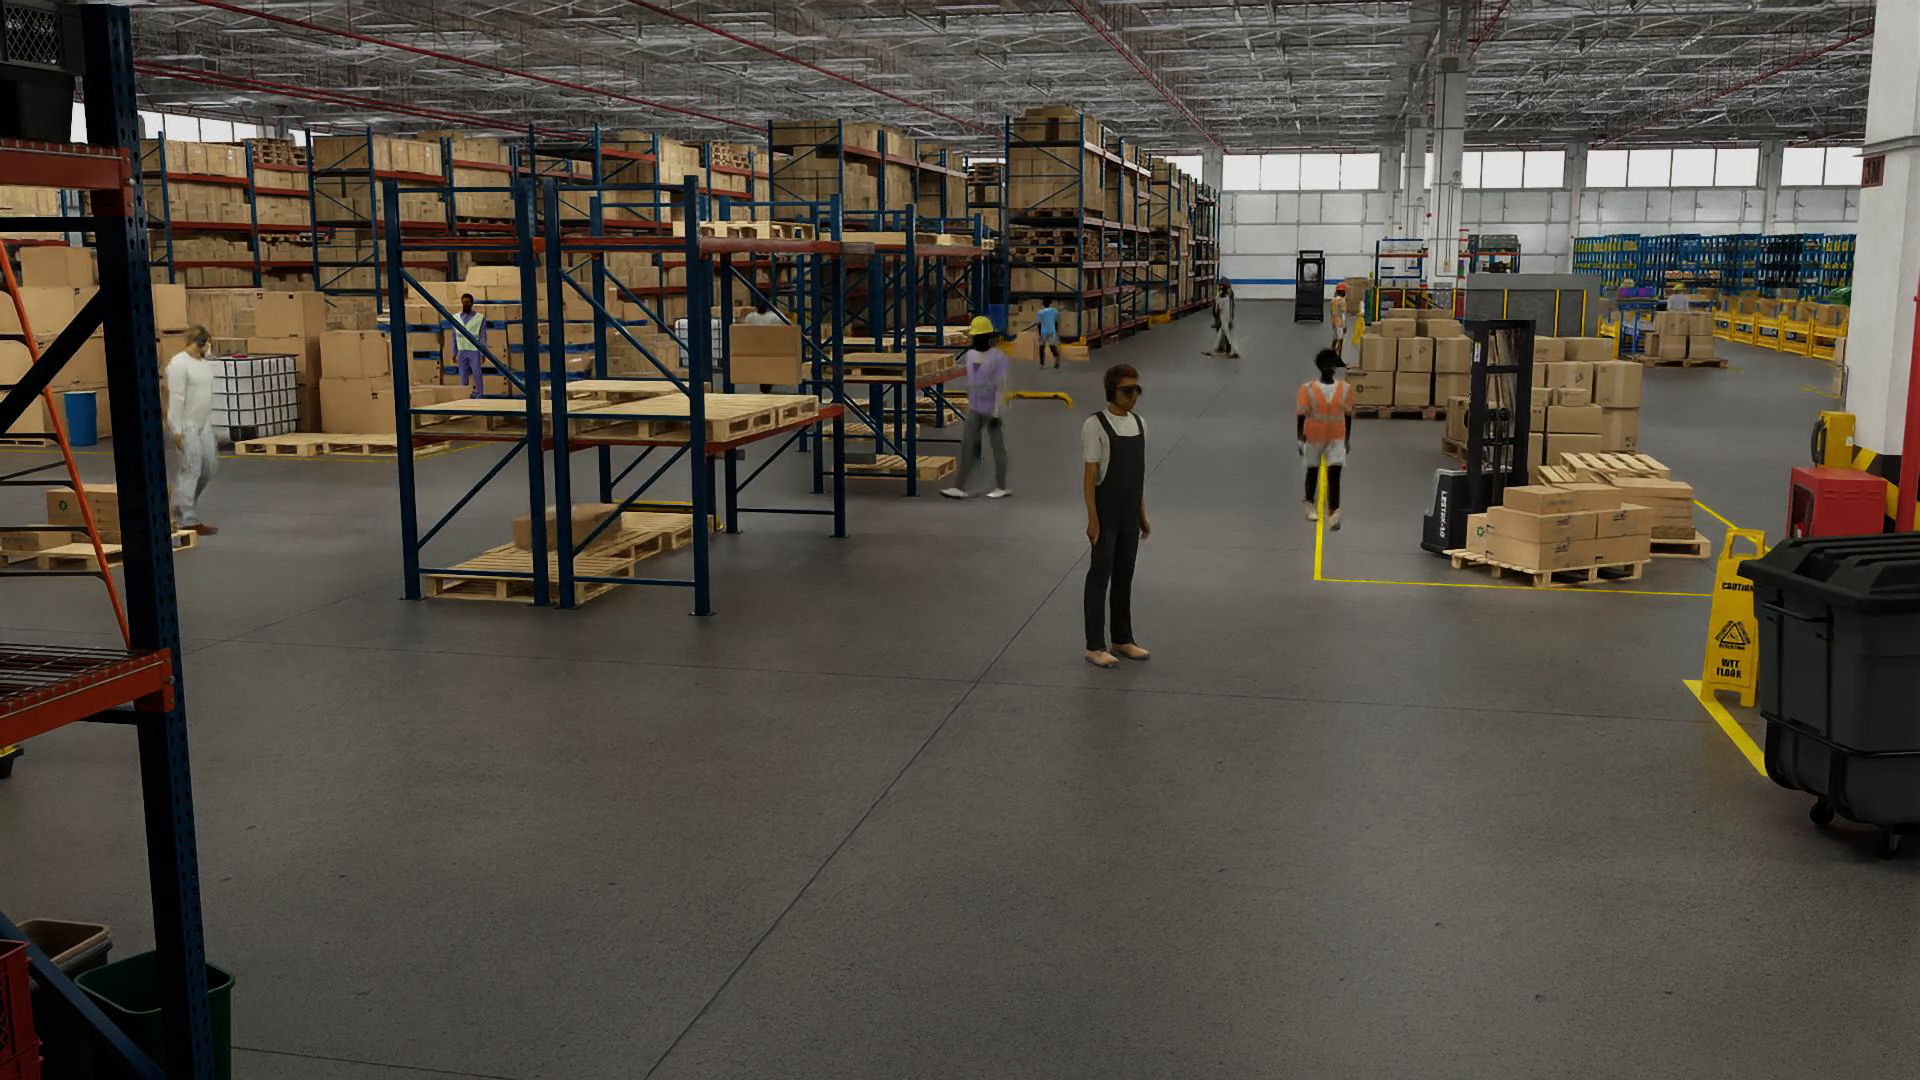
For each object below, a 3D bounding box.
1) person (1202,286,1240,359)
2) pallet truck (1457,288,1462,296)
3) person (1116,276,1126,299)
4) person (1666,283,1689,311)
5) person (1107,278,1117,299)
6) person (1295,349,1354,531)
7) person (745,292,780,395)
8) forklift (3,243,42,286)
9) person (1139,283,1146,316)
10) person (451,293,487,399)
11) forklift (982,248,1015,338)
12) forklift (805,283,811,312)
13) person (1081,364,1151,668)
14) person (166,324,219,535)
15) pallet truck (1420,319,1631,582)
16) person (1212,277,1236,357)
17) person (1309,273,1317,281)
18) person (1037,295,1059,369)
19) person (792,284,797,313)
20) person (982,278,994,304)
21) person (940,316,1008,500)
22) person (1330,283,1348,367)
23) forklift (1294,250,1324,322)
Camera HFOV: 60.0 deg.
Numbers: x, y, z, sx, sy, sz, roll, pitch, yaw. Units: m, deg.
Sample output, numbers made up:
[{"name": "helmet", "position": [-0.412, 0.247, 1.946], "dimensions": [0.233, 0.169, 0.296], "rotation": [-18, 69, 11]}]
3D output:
[{"name": "person", "position": [6.568, -5.435, 41.574], "dimensions": [0.995, 1.802, 0.484], "rotation": [4, 11, 24]}, {"name": "pallet truck", "position": [20.506, -9.785, 68.819], "dimensions": [0.653, 1.274, 1.630], "rotation": [2, 10, 12]}, {"name": "person", "position": [8.680, -13.703, 90.201], "dimensions": [0.631, 1.903, 0.928], "rotation": [-1, 10, -3]}, {"name": "person", "position": [19.800, -6.178, 45.920], "dimensions": [0.606, 1.820, 0.589], "rotation": [2, 10, 12]}, {"name": "person", "position": [7.591, -12.537, 83.610], "dimensions": [0.634, 1.810, 0.865], "rotation": [1, 10, 8]}, {"name": "person", "position": [3.368, -0.940, 15.406], "dimensions": [0.541, 1.651, 0.896], "rotation": [0, 10, 2]}, {"name": "person", "position": [-3.332, -3.173, 27.829], "dimensions": [0.622, 1.913, 0.970], "rotation": [1, 10, 9]}, {"name": "forklift", "position": [-21.198, -5.331, 37.776], "dimensions": [1.873, 2.768, 1.129], "rotation": [2, 10, 12]}, {"name": "person", "position": [6.608, -8.472, 60.116], "dimensions": [0.365, 1.614, 0.519], "rotation": [-1, 10, -5]}, {"name": "person", "position": [-8.039, -3.077, 27.267], "dimensions": [0.593, 1.922, 0.391], "rotation": [1, 10, 7]}, {"name": "forklift", "position": [1.233, -7.660, 51.564], "dimensions": [1.129, 2.768, 1.873], "rotation": [2, 10, 12]}, {"name": "forklift", "position": [-6.593, -12.141, 78.100], "dimensions": [1.129, 2.768, 1.873], "rotation": [2, 10, 12]}, {"name": "person", "position": [0.962, -0.151, 10.163], "dimensions": [0.508, 1.847, 0.345], "rotation": [-8, 13, -41]}, {"name": "person", "position": [-6.992, -0.997, 15.062], "dimensions": [0.554, 1.896, 0.682], "rotation": [1, 10, 4]}, {"name": "pallet truck", "position": [4.543, -0.757, 13.299], "dimensions": [0.823, 1.965, 1.885], "rotation": [-4, 10, -22]}, {"name": "person", "position": [6.696, -5.695, 42.413], "dimensions": [0.539, 2.000, 0.689], "rotation": [9, 13, 42]}, {"name": "person", "position": [15.056, -10.413, 70.738], "dimensions": [0.634, 1.917, 0.819], "rotation": [5, 11, 29]}, {"name": "person", "position": [1.981, -4.640, 37.226], "dimensions": [0.538, 1.679, 0.697], "rotation": [-3, 10, -20]}, {"name": "person", "position": [-7.537, -11.528, 77.433], "dimensions": [0.551, 1.885, 1.008], "rotation": [0, 10, -2]}, {"name": "person", "position": [0.964, -7.344, 52.575], "dimensions": [0.651, 1.905, 0.408], "rotation": [-5, 11, -28]}, {"name": "person", "position": [0.182, -1.331, 16.995], "dimensions": [0.597, 1.882, 0.943], "rotation": [9, 13, 43]}, {"name": "person", "position": [8.738, -4.947, 38.288], "dimensions": [0.359, 1.939, 0.543], "rotation": [-4, 10, -21]}, {"name": "forklift", "position": [13.778, -10.002, 65.433], "dimensions": [1.129, 2.768, 1.873], "rotation": [2, 10, 12]}]
